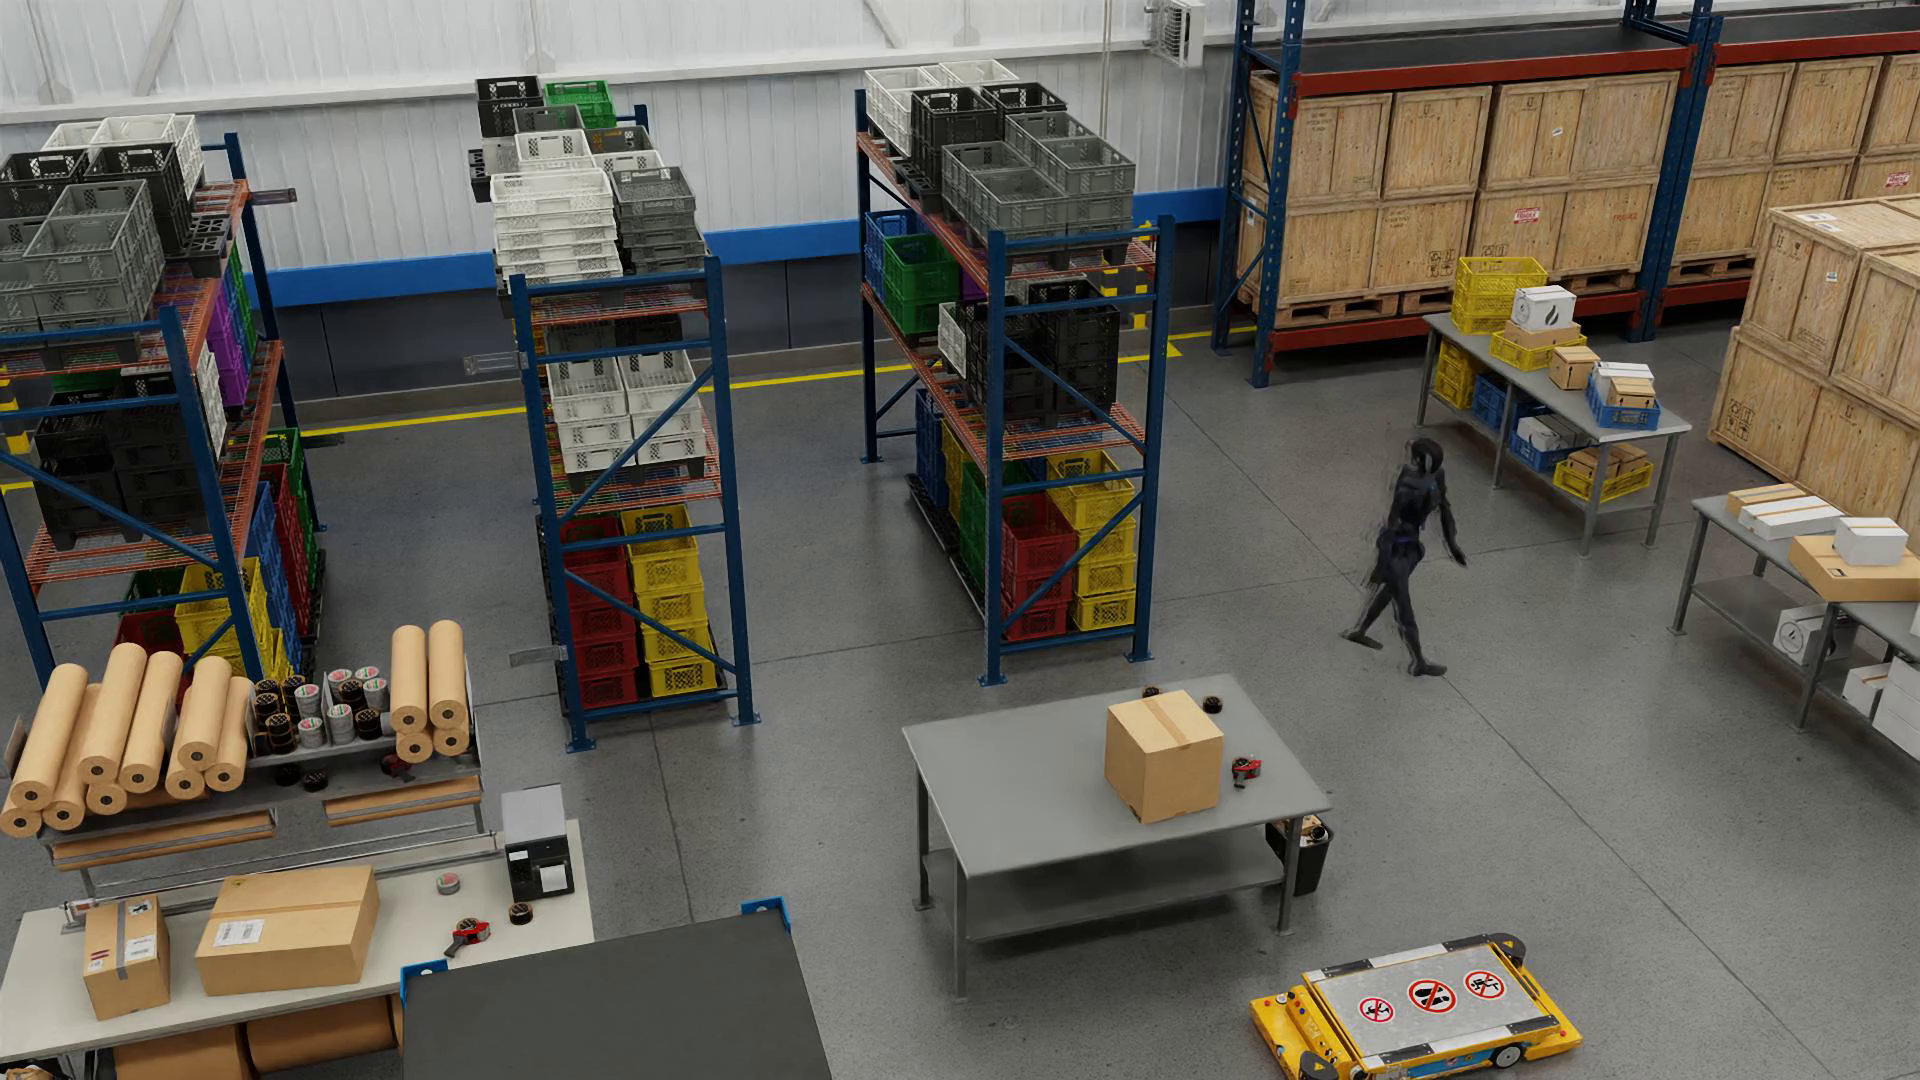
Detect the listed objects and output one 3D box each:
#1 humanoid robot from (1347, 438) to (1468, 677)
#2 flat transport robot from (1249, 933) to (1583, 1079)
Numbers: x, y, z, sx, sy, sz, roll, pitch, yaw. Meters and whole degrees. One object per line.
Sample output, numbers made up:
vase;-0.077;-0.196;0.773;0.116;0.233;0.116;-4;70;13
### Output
humanoid robot;2.875;0.084;10.600;0.796;1.614;0.548;22;36;34
flat transport robot;2.184;2.282;7.980;1.431;0.197;0.652;-8;30;-14
